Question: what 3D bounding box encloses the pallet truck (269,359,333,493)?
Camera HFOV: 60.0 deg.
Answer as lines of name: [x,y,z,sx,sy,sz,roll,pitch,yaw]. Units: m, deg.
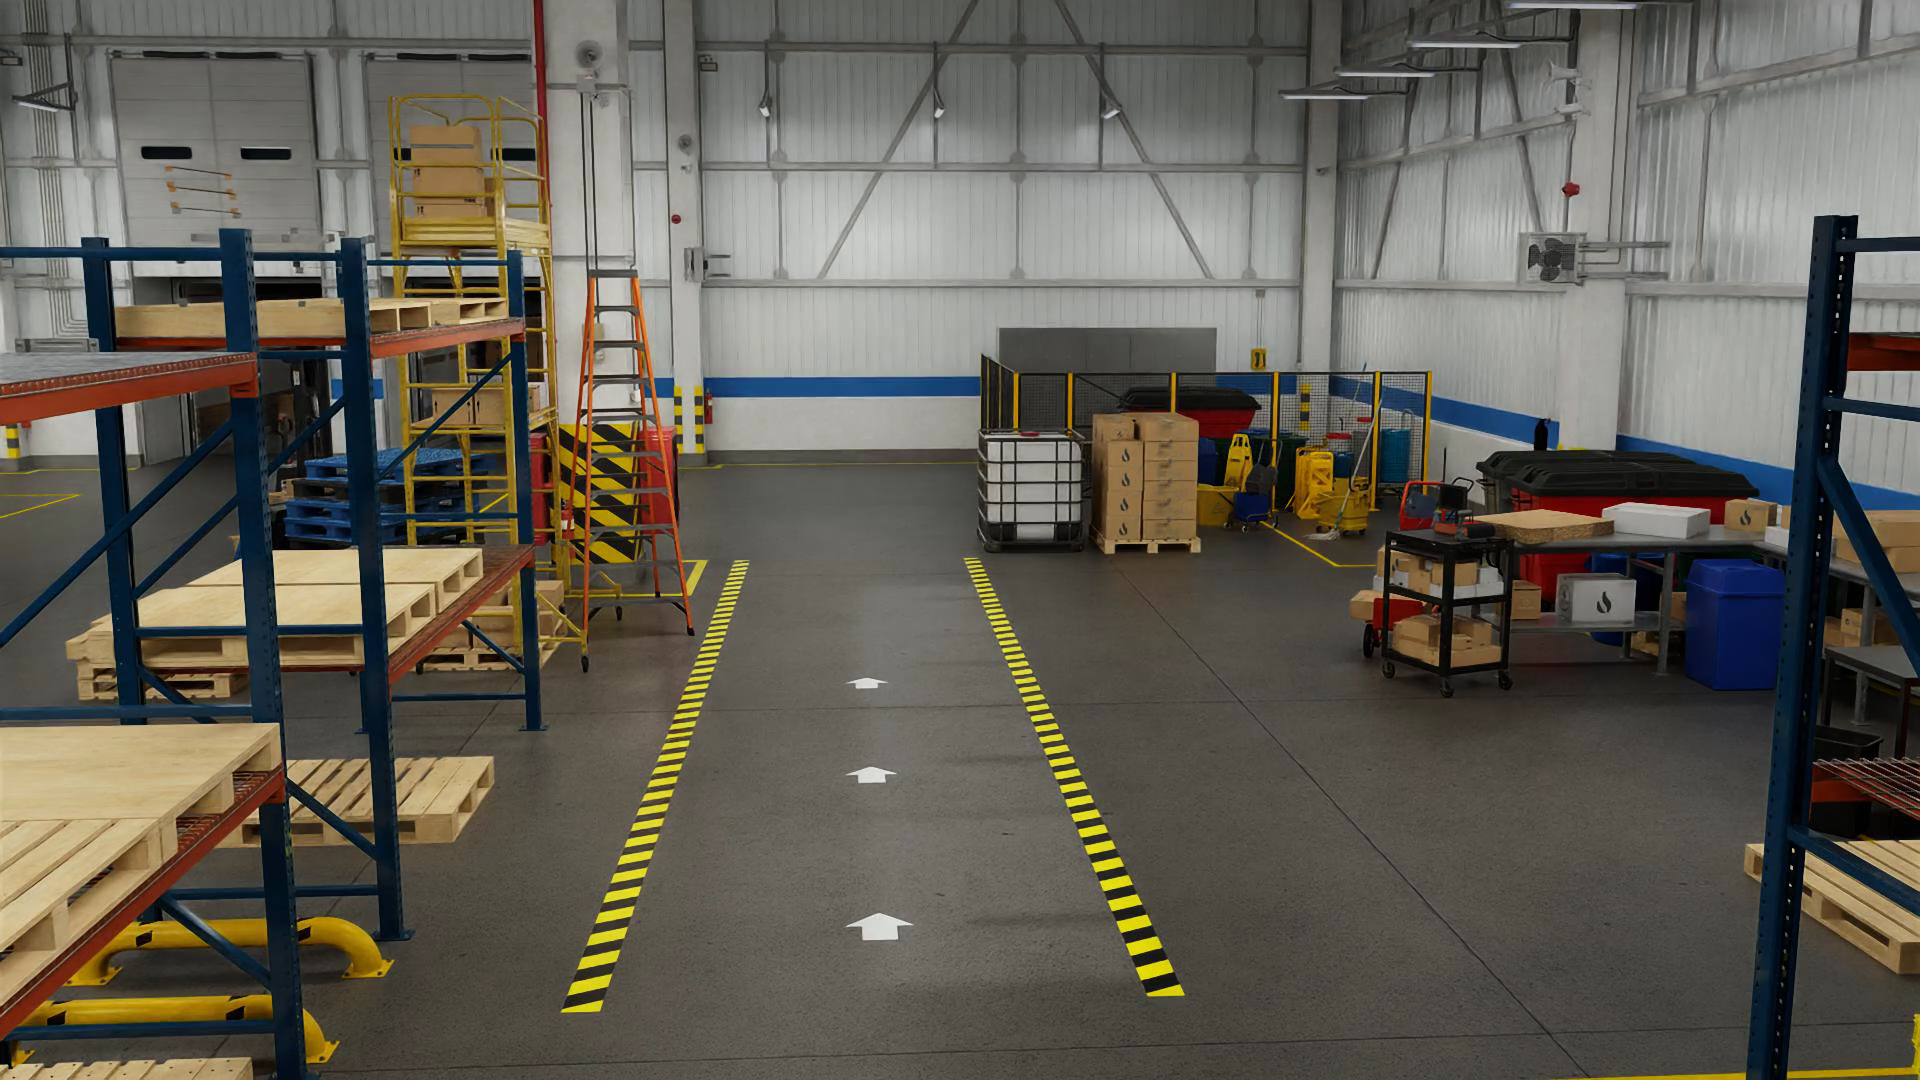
pallet truck: [-7.062,-1.131,18.996,1.885,1.965,0.823,2,9,13]
